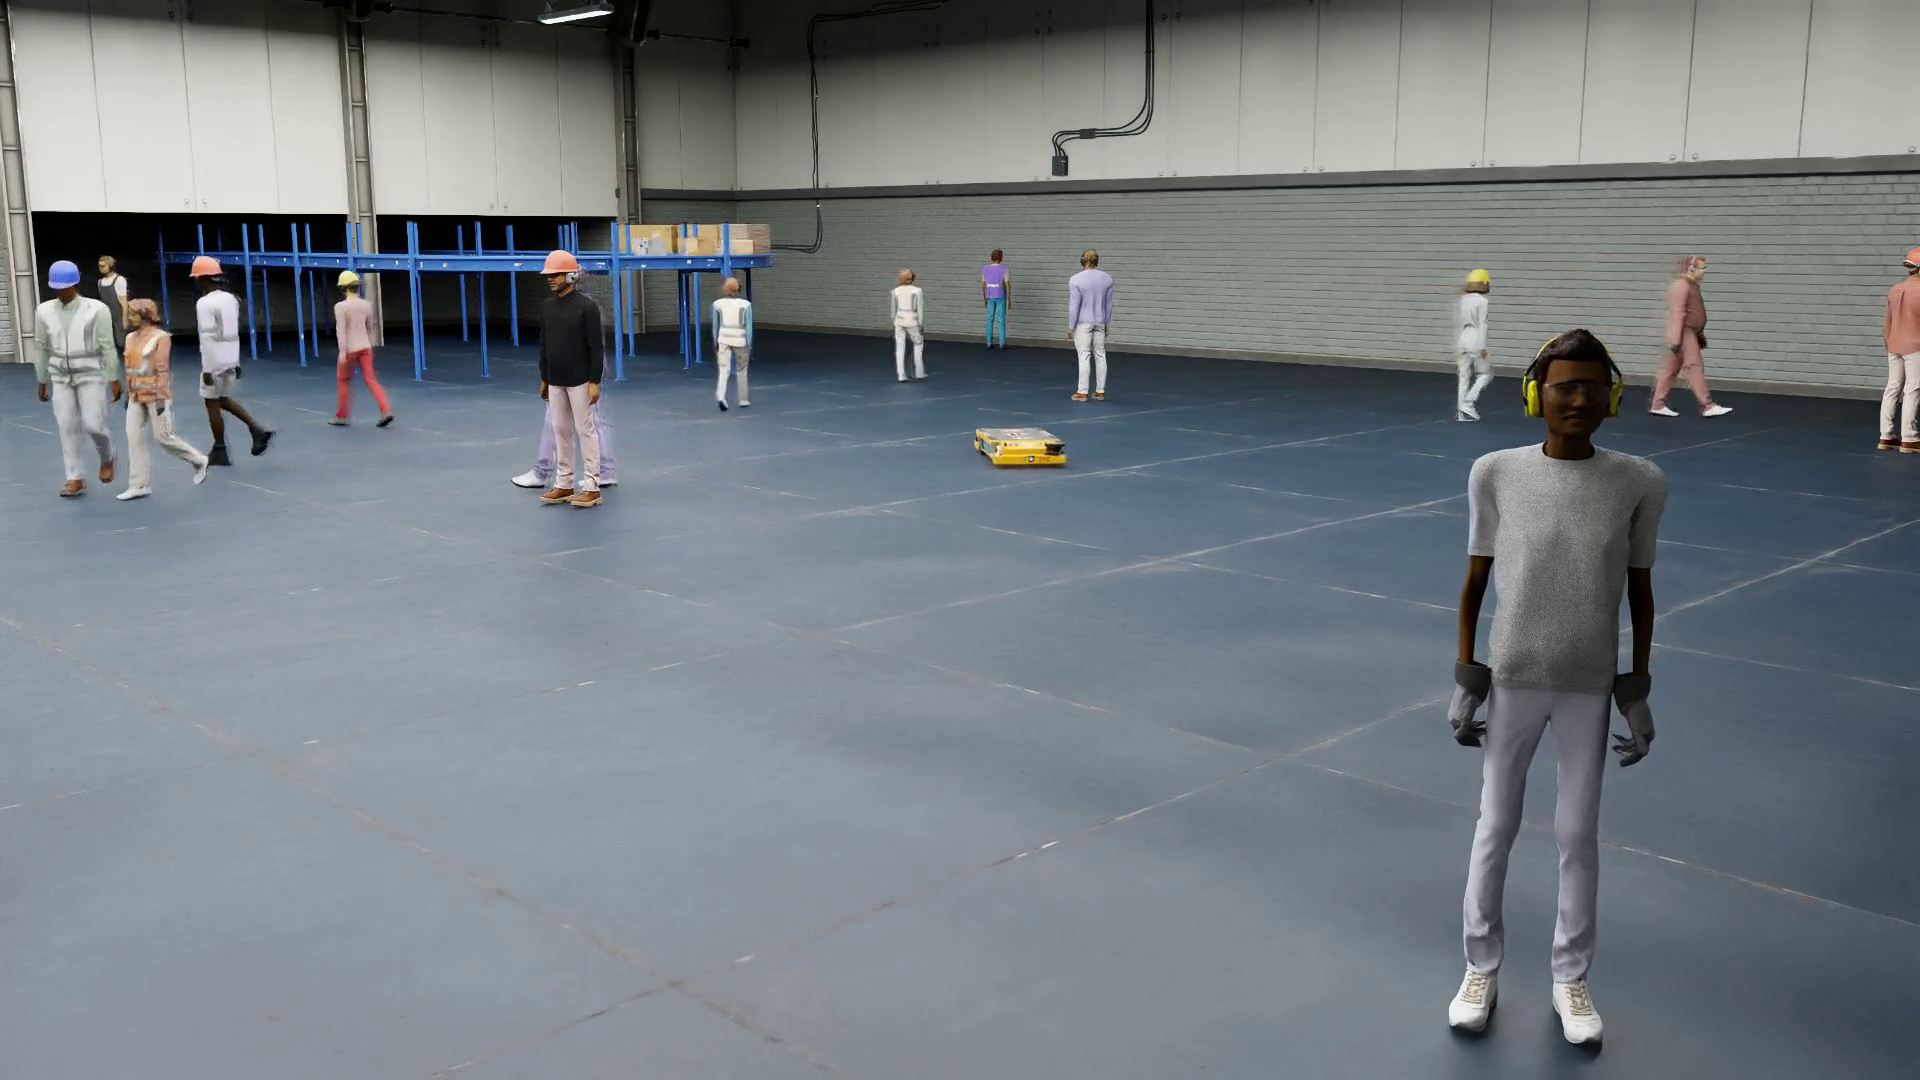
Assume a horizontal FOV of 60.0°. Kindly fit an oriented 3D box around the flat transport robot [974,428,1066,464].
[{"bbox_3d":[0.558,-0.912,15.945,0.652,0.197,1.431,-1,10,-8],"label":"flat transport robot"}]

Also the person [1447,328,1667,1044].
[{"bbox_3d":[1.556,0.387,4.372,0.521,1.876,0.325,3,11,16],"label":"person"}]

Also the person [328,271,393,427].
[{"bbox_3d":[-6.662,-2.115,18.420,0.892,1.726,0.538,6,12,29],"label":"person"}]

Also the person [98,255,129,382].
[{"bbox_3d":[-12.290,-3.235,24.256,0.529,1.827,0.590,4,11,20],"label":"person"}]

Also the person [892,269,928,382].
[{"bbox_3d":[-0.710,-3.120,24.182,0.547,1.613,0.670,5,11,25],"label":"person"}]

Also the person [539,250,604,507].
[{"bbox_3d":[-3.067,-1.259,13.019,0.623,1.992,0.396,6,12,32],"label":"person"}]

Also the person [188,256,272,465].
[{"bbox_3d":[-6.774,-1.646,15.310,0.595,1.921,0.553,2,11,9],"label":"person"}]

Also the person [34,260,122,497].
[{"bbox_3d":[-7.160,-1.312,13.528,0.692,1.909,0.597,-1,10,-3],"label":"person"}]

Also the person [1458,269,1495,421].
[{"bbox_3d":[5.864,-2.210,18.908,0.374,1.727,0.511,-3,11,-18],"label":"person"}]

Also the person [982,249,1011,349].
[{"bbox_3d":[0.677,-4.506,31.130,0.565,1.846,0.390,4,11,23],"label":"person"}]

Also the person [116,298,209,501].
[{"bbox_3d":[-6.550,-1.155,13.524,0.529,1.612,0.693,5,12,27],"label":"person"}]

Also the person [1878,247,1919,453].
[{"bbox_3d":[9.339,-1.867,16.332,0.376,1.995,0.609,-2,11,-12],"label":"person"}]

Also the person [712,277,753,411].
[{"bbox_3d":[-2.785,-2.397,20.281,0.523,1.606,0.808,1,10,8],"label":"person"}]

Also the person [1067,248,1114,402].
[{"bbox_3d":[1.659,-2.752,21.313,0.627,1.940,0.371,-5,12,-25],"label":"person"}]

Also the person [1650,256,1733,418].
[{"bbox_3d":[8.535,-2.345,19.284,0.943,1.863,0.662,5,11,25],"label":"person"}]

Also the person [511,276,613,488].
[{"bbox_3d":[-3.320,-1.333,13.806,0.852,1.853,0.624,-1,10,-7],"label":"person"}]
